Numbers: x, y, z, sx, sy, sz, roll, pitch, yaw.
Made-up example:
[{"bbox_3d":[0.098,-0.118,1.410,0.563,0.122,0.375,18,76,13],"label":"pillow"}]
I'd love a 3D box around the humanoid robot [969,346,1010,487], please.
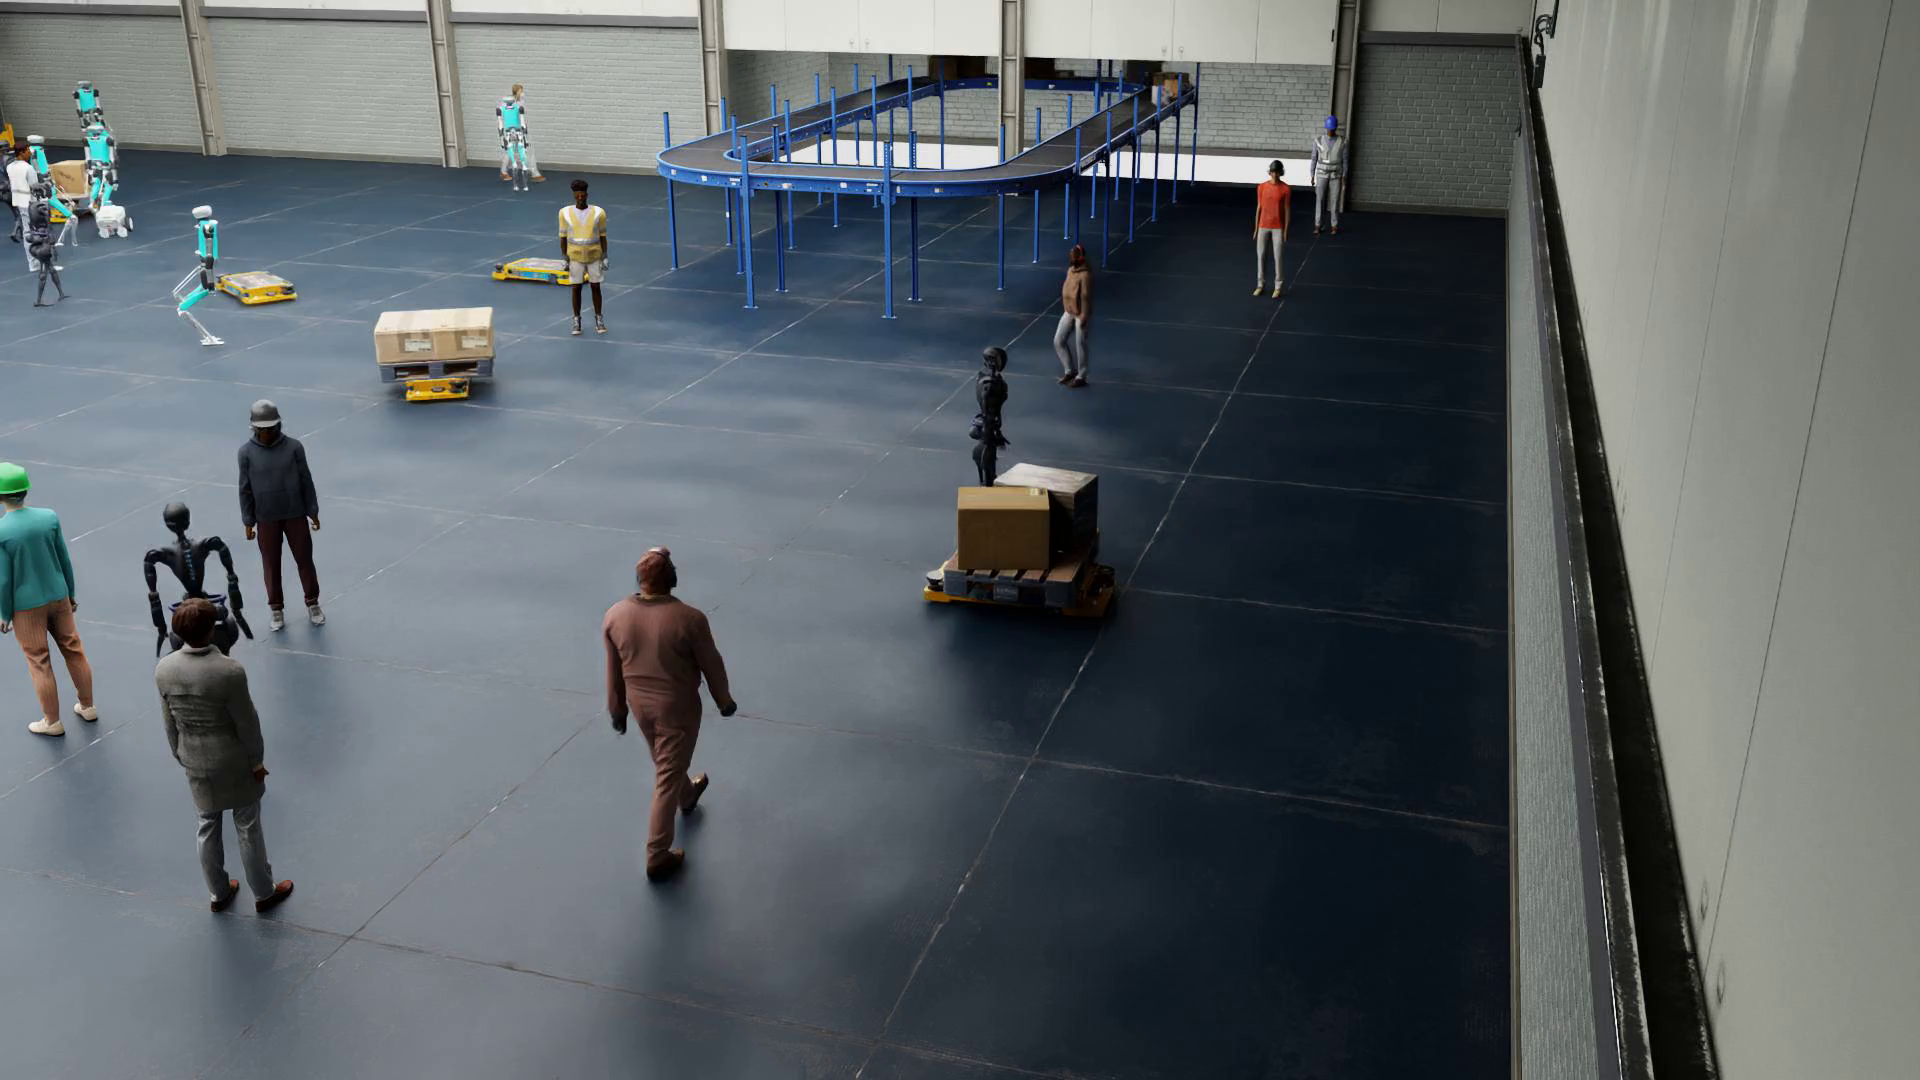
[{"bbox_3d":[0.233,-0.892,14.529,0.374,1.646,0.617,4,21,10],"label":"humanoid robot"}]

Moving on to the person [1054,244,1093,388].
[{"bbox_3d":[1.282,-2.517,18.783,0.455,1.636,0.490,-13,24,-29],"label":"person"}]

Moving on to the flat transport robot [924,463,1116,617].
[{"bbox_3d":[0.488,0.348,13.276,1.431,0.231,0.659,6,22,14],"label":"flat transport robot"}]

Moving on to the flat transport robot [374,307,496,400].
[{"bbox_3d":[-5.935,-1.876,19.042,0.659,0.231,1.431,-5,22,-12],"label":"flat transport robot"}]

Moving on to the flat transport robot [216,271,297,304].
[{"bbox_3d":[-9.912,-3.555,23.397,0.659,0.231,1.431,-17,27,-37],"label":"flat transport robot"}]

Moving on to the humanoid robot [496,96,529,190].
[{"bbox_3d":[-8.439,-7.476,31.536,0.548,1.756,0.815,-6,22,-16],"label":"humanoid robot"}]

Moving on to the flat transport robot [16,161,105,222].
[{"bbox_3d":[-15.696,-5.763,29.125,0.659,0.231,1.431,-3,21,-8],"label":"flat transport robot"}]

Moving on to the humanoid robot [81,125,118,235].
[{"bbox_3d":[-14.272,-5.918,27.498,0.535,1.779,0.748,1,21,4],"label":"humanoid robot"}]

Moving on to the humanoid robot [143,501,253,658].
[{"bbox_3d":[-4.885,0.560,10.761,0.584,1.634,0.520,-14,25,-33],"label":"humanoid robot"}]

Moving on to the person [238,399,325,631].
[{"bbox_3d":[-5.133,-0.198,12.558,0.552,1.806,0.381,-9,23,-22],"label":"person"}]

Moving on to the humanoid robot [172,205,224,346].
[{"bbox_3d":[-9.342,-3.204,20.261,0.735,1.677,0.533,-9,23,-23],"label":"humanoid robot"}]

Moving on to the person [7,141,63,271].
[{"bbox_3d":[-13.826,-4.944,24.717,0.587,1.914,0.391,12,24,28],"label":"person"}]

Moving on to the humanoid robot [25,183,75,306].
[{"bbox_3d":[-12.536,-4.044,22.727,0.612,1.628,0.629,15,26,34],"label":"humanoid robot"}]

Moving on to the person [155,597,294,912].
[{"bbox_3d":[-3.987,1.171,8.973,0.501,1.833,0.366,1,21,4],"label":"person"}]

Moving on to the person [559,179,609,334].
[{"bbox_3d":[-4.777,-3.607,21.177,0.600,1.966,0.368,-5,22,-14],"label":"person"}]

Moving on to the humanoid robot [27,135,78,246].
[{"bbox_3d":[-14.375,-5.557,26.610,0.755,1.832,0.531,-6,22,-14],"label":"humanoid robot"}]

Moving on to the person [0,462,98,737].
[{"bbox_3d":[-6.066,0.395,10.922,0.363,1.875,0.514,14,25,32],"label":"person"}]

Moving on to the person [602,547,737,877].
[{"bbox_3d":[-1.657,0.926,9.578,0.658,1.849,1.009,8,23,20],"label":"person"}]

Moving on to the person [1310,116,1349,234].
[{"bbox_3d":[6.102,-6.040,27.540,0.610,1.933,0.413,3,21,8],"label":"person"}]

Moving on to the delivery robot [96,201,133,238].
[{"bbox_3d":[-14.069,-5.320,27.592,0.505,0.604,0.776,-6,22,-15],"label":"delivery robot"}]

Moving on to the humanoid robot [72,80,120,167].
[{"bbox_3d":[-17.810,-8.562,34.404,0.795,1.804,0.530,13,25,30],"label":"humanoid robot"}]

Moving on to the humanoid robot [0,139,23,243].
[{"bbox_3d":[-15.389,-5.663,26.966,0.610,1.636,0.731,2,21,4],"label":"humanoid robot"}]

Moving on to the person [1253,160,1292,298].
[{"bbox_3d":[4.335,-4.324,23.125,0.478,1.905,0.422,8,23,21],"label":"person"}]

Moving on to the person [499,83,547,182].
[{"bbox_3d":[-8.686,-7.992,32.645,0.988,1.900,0.635,8,23,21],"label":"person"}]

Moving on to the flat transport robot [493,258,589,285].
[{"bbox_3d":[-6.066,-3.940,24.398,1.431,0.231,0.659,8,22,20],"label":"flat transport robot"}]
